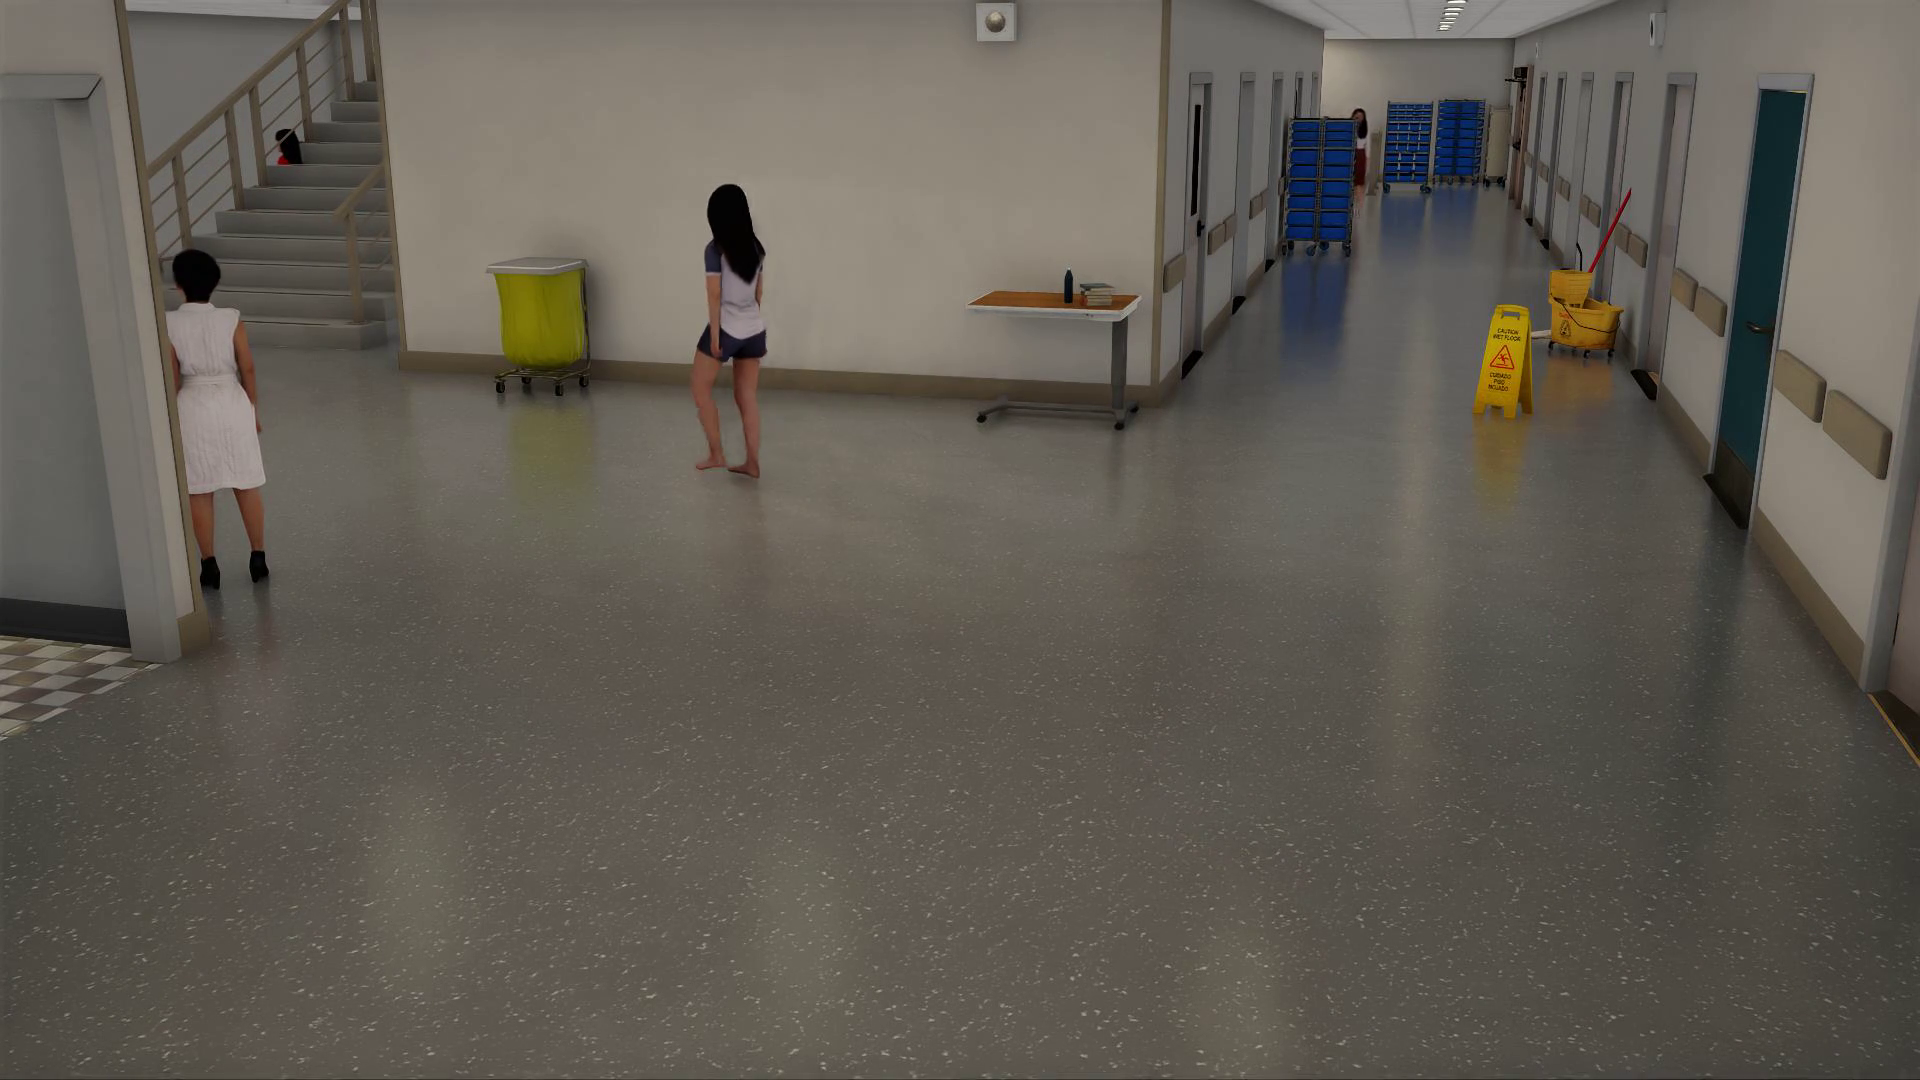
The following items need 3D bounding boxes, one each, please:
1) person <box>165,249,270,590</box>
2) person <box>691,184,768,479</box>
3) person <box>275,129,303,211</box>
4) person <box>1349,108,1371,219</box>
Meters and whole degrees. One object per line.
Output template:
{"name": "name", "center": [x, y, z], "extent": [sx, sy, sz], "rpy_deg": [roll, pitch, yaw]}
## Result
{"name": "person", "center": [-3.424, -0.553, 7.627], "extent": [0.642, 1.555, 0.703], "rpy_deg": [-9, 18, -29]}
{"name": "person", "center": [-1.249, -1.180, 9.605], "extent": [0.793, 1.690, 0.715], "rpy_deg": [12, 20, 37]}
{"name": "person", "center": [-6.907, -3.386, 17.323], "extent": [0.703, 1.746, 0.593], "rpy_deg": [2, 16, 6]}
{"name": "person", "center": [6.312, -6.018, 26.676], "extent": [0.631, 1.738, 0.634], "rpy_deg": [3, 16, 11]}
